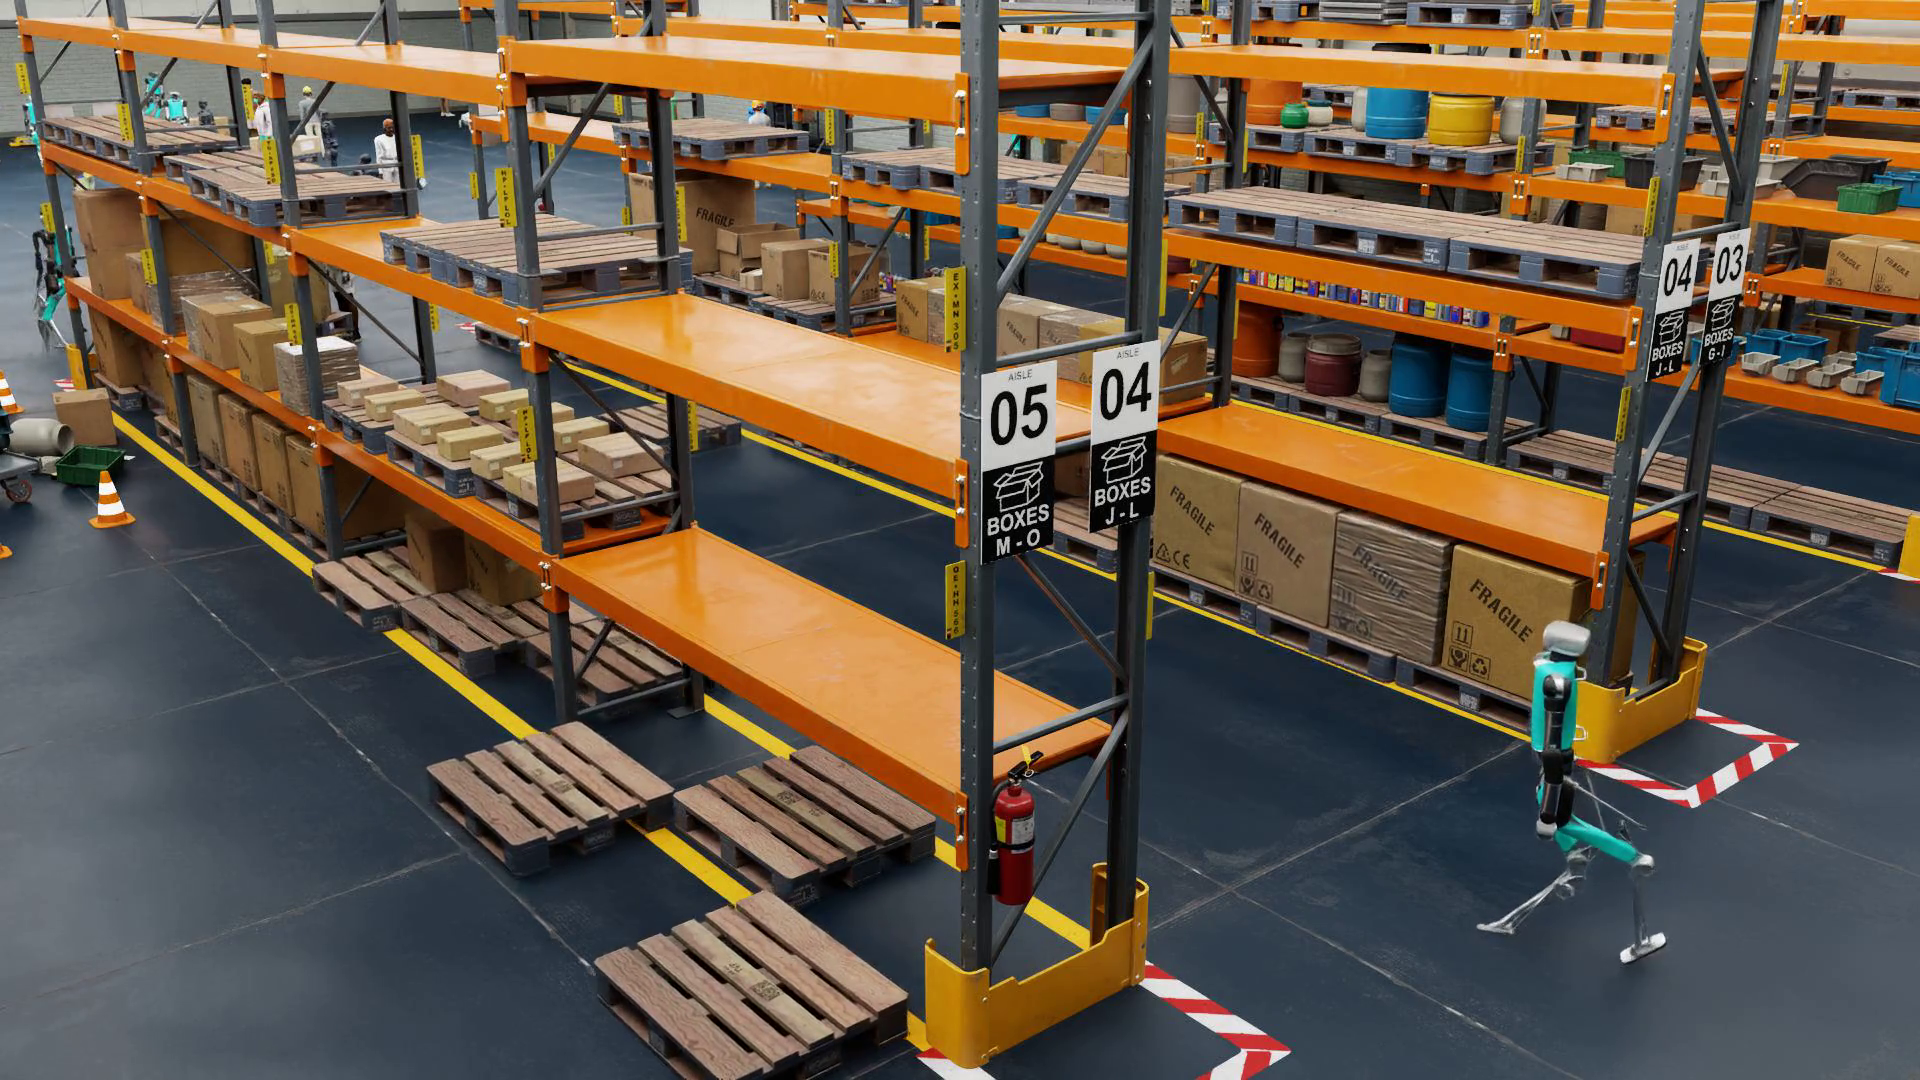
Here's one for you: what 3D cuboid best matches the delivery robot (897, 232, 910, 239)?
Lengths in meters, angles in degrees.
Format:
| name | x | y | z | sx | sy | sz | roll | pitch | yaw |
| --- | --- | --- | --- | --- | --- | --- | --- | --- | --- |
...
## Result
| name | x | y | z | sx | sy | sz | roll | pitch | yaw |
| --- | --- | --- | --- | --- | --- | --- | --- | --- | --- |
| delivery robot | -0.749 | -5.662 | 29.645 | 0.810 | 0.612 | 0.499 | -16 | 25 | -38 |

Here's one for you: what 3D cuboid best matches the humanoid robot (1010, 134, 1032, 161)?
| name | x | y | z | sx | sy | sz | roll | pitch | yaw |
| --- | --- | --- | --- | --- | --- | --- | --- | --- | --- |
| humanoid robot | 1.333 | -7.520 | 33.125 | 0.674 | 1.799 | 0.534 | -8 | 21 | -22 |

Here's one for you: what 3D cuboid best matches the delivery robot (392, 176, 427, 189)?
| name | x | y | z | sx | sy | sz | roll | pitch | yaw |
| --- | --- | --- | --- | --- | --- | --- | --- | --- | --- |
| delivery robot | -11.837 | -7.748 | 35.538 | 0.499 | 0.583 | 0.767 | 7 | 21 | 19 |

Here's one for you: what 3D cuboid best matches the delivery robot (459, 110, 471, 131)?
| name | x | y | z | sx | sy | sz | roll | pitch | yaw |
| --- | --- | --- | --- | --- | --- | --- | --- | --- | --- |
| delivery robot | -14.104 | -12.101 | 47.930 | 0.499 | 0.585 | 0.775 | -12 | 23 | -31 |

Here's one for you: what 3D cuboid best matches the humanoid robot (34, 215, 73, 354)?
| name | x | y | z | sx | sy | sz | roll | pitch | yaw |
| --- | --- | --- | --- | --- | --- | --- | --- | --- | --- |
| humanoid robot | -11.444 | -3.148 | 20.856 | 0.754 | 1.901 | 0.539 | 0 | 19 | -1 |

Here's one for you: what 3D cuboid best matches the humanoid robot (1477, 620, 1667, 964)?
| name | x | y | z | sx | sy | sz | roll | pitch | yaw |
| --- | --- | --- | --- | --- | --- | --- | --- | --- | --- |
| humanoid robot | 3.163 | 1.283 | 8.166 | 1.040 | 1.784 | 0.535 | 6 | 20 | 17 |

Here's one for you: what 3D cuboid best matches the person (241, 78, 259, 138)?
| name | x | y | z | sx | sy | sz | roll | pitch | yaw |
| --- | --- | --- | --- | --- | --- | --- | --- | --- | --- |
| person | -18.005 | -10.823 | 42.369 | 0.792 | 1.843 | 0.418 | 8 | 21 | 21 |

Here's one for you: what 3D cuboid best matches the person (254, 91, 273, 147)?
| name | x | y | z | sx | sy | sz | roll | pitch | yaw |
| --- | --- | --- | --- | --- | --- | --- | --- | --- | --- |
| person | -15.603 | -9.103 | 37.363 | 0.489 | 1.917 | 0.375 | 17 | 25 | 39 |

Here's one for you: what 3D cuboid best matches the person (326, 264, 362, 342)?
| name | x | y | z | sx | sy | sz | roll | pitch | yaw |
| --- | --- | --- | --- | --- | --- | --- | --- | --- | --- |
| person | -7.996 | -3.516 | 21.386 | 0.368 | 1.966 | 0.605 | -17 | 26 | -40 |

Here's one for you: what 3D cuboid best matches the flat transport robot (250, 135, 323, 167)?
| name | x | y | z | sx | sy | sz | roll | pitch | yaw |
| --- | --- | --- | --- | --- | --- | --- | --- | --- | --- |
| flat transport robot | -15.586 | -8.653 | 38.562 | 0.659 | 0.231 | 1.431 | 7 | 20 | 18 |

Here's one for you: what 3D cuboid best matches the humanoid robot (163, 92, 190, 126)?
| name | x | y | z | sx | sy | sz | roll | pitch | yaw |
| --- | --- | --- | --- | --- | --- | --- | --- | --- | --- |
| humanoid robot | -18.187 | -9.536 | 38.958 | 0.557 | 1.835 | 0.878 | -17 | 26 | -40 |

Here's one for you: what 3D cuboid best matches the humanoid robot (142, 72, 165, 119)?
| name | x | y | z | sx | sy | sz | roll | pitch | yaw |
| --- | --- | --- | --- | --- | --- | --- | --- | --- | --- |
| humanoid robot | -22.265 | -12.013 | 45.903 | 0.549 | 1.730 | 1.010 | 3 | 20 | 9 |

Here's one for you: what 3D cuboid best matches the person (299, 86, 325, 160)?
| name | x | y | z | sx | sy | sz | roll | pitch | yaw |
| --- | --- | --- | --- | --- | --- | --- | --- | --- | --- |
| person | -15.851 | -10.173 | 40.641 | 0.525 | 1.760 | 0.335 | -15 | 25 | -37 |

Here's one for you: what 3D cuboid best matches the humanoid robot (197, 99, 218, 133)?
| name | x | y | z | sx | sy | sz | roll | pitch | yaw |
| --- | --- | --- | --- | --- | --- | --- | --- | --- | --- |
| humanoid robot | -17.489 | -9.414 | 38.680 | 0.780 | 1.608 | 0.634 | 4 | 20 | 12 |

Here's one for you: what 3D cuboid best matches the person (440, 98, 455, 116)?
| name | x | y | z | sx | sy | sz | roll | pitch | yaw |
| --- | --- | --- | --- | --- | --- | --- | --- | --- | --- |
| person | -16.091 | -14.175 | 51.866 | 0.505 | 1.871 | 0.391 | 14 | 24 | 34 |

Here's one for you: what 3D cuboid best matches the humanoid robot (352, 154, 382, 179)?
| name | x | y | z | sx | sy | sz | roll | pitch | yaw |
| --- | --- | --- | --- | --- | --- | --- | --- | --- | --- |
| humanoid robot | -9.932 | -5.620 | 27.828 | 0.608 | 1.629 | 0.586 | 3 | 20 | 7 |

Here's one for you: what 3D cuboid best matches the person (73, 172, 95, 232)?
| name | x | y | z | sx | sy | sz | roll | pitch | yaw |
| --- | --- | --- | --- | --- | --- | --- | --- | --- | --- |
| person | -15.896 | -6.528 | 30.137 | 0.403 | 1.866 | 0.697 | 5 | 20 | 14 |

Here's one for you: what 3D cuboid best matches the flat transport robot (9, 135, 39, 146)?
| name | x | y | z | sx | sy | sz | roll | pitch | yaw |
| --- | --- | --- | --- | --- | --- | --- | --- | --- | --- |
| flat transport robot | -24.357 | -10.586 | 44.063 | 1.431 | 0.231 | 0.659 | -9 | 21 | -23 |

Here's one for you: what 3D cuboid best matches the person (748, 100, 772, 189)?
| name | x | y | z | sx | sy | sz | roll | pitch | yaw |
| --- | --- | --- | --- | --- | --- | --- | --- | --- | --- |
| person | -4.282 | -8.464 | 35.590 | 0.569 | 1.889 | 0.389 | -12 | 22 | -30 |

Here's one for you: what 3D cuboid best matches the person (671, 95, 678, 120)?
| name | x | y | z | sx | sy | sz | roll | pitch | yaw |
| --- | --- | --- | --- | --- | --- | --- | --- | --- | --- |
| person | -7.093 | -10.188 | 40.387 | 0.502 | 1.963 | 0.699 | -6 | 20 | -18 |

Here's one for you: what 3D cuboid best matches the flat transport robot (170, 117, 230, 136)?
| name | x | y | z | sx | sy | sz | roll | pitch | yaw |
| --- | --- | --- | --- | --- | --- | --- | --- | --- | --- |
| flat transport robot | -18.955 | -9.707 | 41.563 | 1.431 | 0.231 | 0.659 | 10 | 22 | 26 |

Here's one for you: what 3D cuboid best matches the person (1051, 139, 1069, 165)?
| name | x | y | z | sx | sy | sz | roll | pitch | yaw |
| --- | --- | --- | --- | --- | --- | --- | --- | --- | --- |
| person | 2.009 | -7.692 | 33.662 | 0.535 | 1.698 | 0.923 | 7 | 21 | 19 |

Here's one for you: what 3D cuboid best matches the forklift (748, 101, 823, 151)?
| name | x | y | z | sx | sy | sz | roll | pitch | yaw |
| --- | --- | --- | --- | --- | --- | --- | --- | --- | --- |
| forklift | -4.526 | -11.368 | 42.374 | 1.129 | 2.768 | 1.873 | -15 | 24 | -37 |

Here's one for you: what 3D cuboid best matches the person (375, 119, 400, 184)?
| name | x | y | z | sx | sy | sz | roll | pitch | yaw |
| --- | --- | --- | --- | --- | --- | --- | --- | --- | --- |
| person | -10.717 | -6.992 | 31.421 | 0.566 | 1.878 | 0.354 | -14 | 24 | -34 |

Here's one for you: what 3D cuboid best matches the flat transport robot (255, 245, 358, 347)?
| name | x | y | z | sx | sy | sz | roll | pitch | yaw |
| --- | --- | --- | --- | --- | --- | --- | --- | --- | --- |
| flat transport robot | -8.416 | -2.472 | 20.972 | 1.431 | 0.231 | 0.659 | 5 | 20 | 13 |

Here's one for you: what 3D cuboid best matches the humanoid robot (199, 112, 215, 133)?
| name | x | y | z | sx | sy | sz | roll | pitch | yaw |
| --- | --- | --- | --- | --- | --- | --- | --- | --- | --- |
| humanoid robot | -15.847 | -8.196 | 35.144 | 0.584 | 1.640 | 0.609 | -2 | 19 | -6 |

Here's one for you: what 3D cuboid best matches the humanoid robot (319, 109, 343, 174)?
| name | x | y | z | sx | sy | sz | roll | pitch | yaw |
| --- | --- | --- | --- | --- | --- | --- | --- | --- | --- |
| humanoid robot | -13.478 | -8.447 | 35.861 | 0.468 | 1.647 | 0.608 | -5 | 20 | -14 |

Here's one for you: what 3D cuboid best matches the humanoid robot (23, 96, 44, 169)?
| name | x | y | z | sx | sy | sz | roll | pitch | yaw |
| --- | --- | --- | --- | --- | --- | --- | --- | --- | --- |
| humanoid robot | -21.579 | -9.543 | 38.954 | 0.551 | 1.731 | 1.009 | -11 | 22 | -28 |

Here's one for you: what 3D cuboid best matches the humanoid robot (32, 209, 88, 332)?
| name | x | y | z | sx | sy | sz | roll | pitch | yaw |
| --- | --- | --- | --- | --- | --- | --- | --- | --- | --- |
| humanoid robot | -11.978 | -3.585 | 22.038 | 0.657 | 1.635 | 0.589 | 10 | 22 | 27 |

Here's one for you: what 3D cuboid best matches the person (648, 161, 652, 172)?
| name | x | y | z | sx | sy | sz | roll | pitch | yaw |
| --- | --- | --- | --- | --- | --- | --- | --- | --- | --- |
| person | -6.040 | -7.600 | 33.363 | 0.468 | 1.735 | 0.324 | -2 | 19 | -7 |

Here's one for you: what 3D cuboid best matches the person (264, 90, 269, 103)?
| name | x | y | z | sx | sy | sz | roll | pitch | yaw |
| --- | --- | --- | --- | --- | --- | --- | --- | --- | --- |
| person | -18.554 | -11.578 | 44.744 | 0.322 | 1.688 | 0.528 | -8 | 21 | -20 |
